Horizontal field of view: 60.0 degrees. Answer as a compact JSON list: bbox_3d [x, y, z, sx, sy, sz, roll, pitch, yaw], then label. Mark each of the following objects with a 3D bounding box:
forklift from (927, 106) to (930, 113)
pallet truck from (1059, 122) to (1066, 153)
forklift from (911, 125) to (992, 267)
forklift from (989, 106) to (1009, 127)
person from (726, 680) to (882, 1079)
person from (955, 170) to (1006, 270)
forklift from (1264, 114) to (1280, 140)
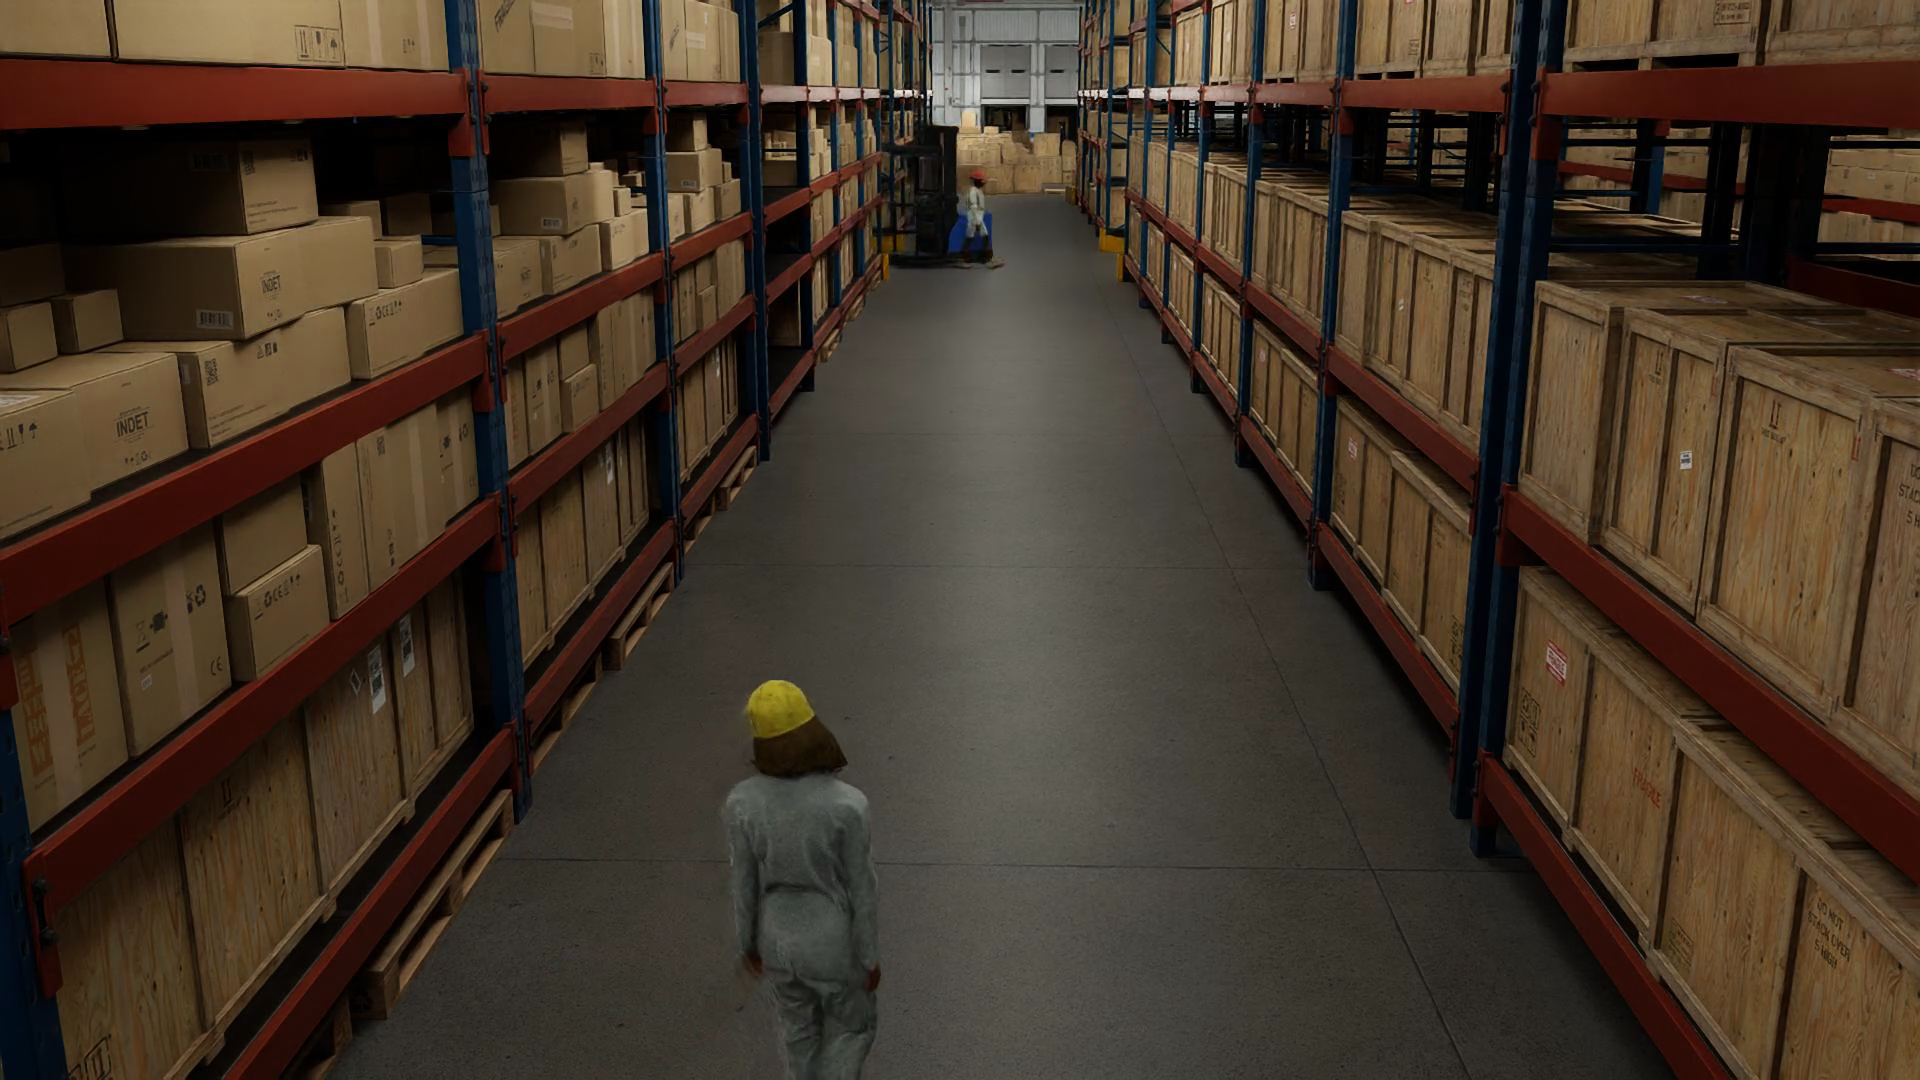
[{"bbox_3d":[-2.001,-20.667,84.687,1.129,2.768,1.873,0,15,2],"label":"forklift"},{"bbox_3d":[5.788,-21.111,88.014,1.885,1.965,0.823,5,16,18],"label":"pallet truck"},{"bbox_3d":[-0.366,-7.070,34.095,1.873,2.768,1.129,-8,17,-27],"label":"forklift"},{"bbox_3d":[1.963,-20.465,83.934,1.129,2.768,1.873,-7,16,-23],"label":"forklift"},{"bbox_3d":[-0.504,1.285,5.219,0.500,1.708,0.461,5,16,19],"label":"person"},{"bbox_3d":[0.364,-6.419,33.376,1.072,1.984,0.635,6,16,20],"label":"person"},{"bbox_3d":[11.023,-13.965,59.751,1.129,2.768,1.873,0,15,2],"label":"forklift"}]
